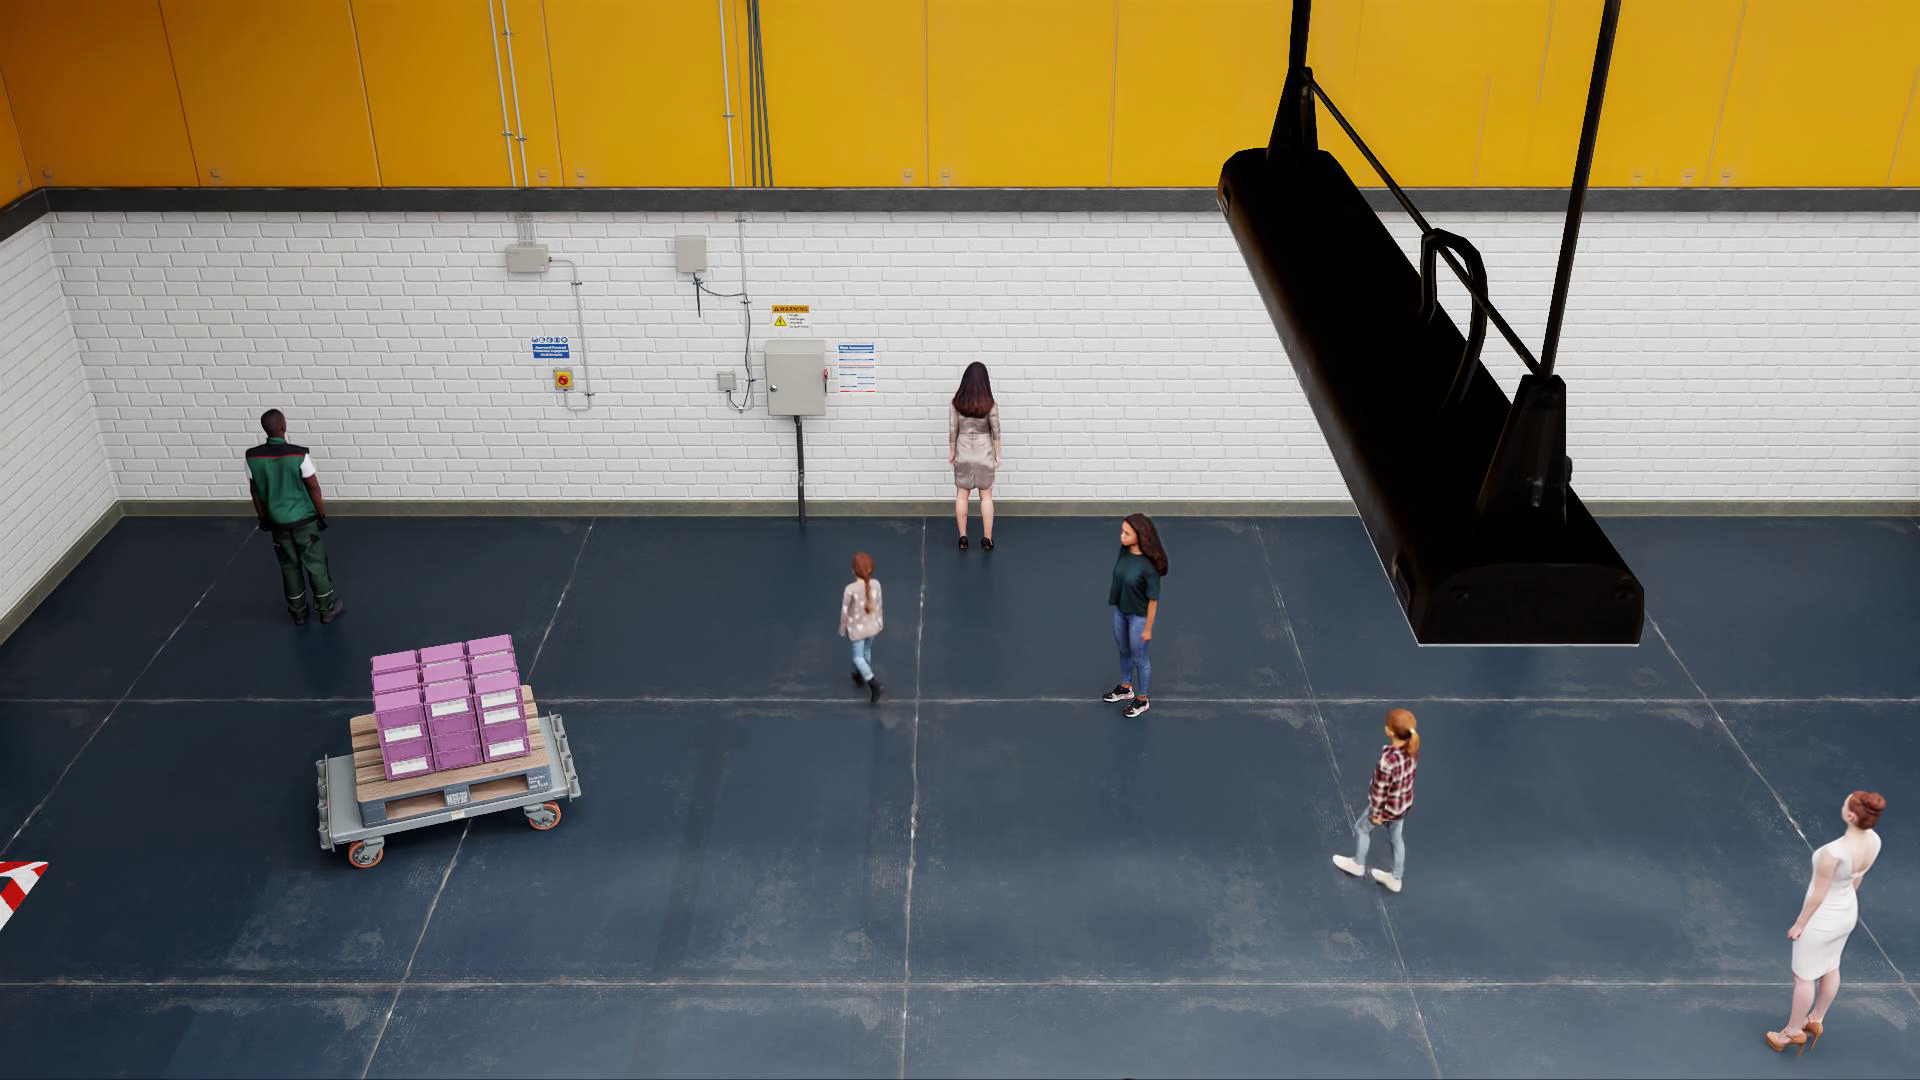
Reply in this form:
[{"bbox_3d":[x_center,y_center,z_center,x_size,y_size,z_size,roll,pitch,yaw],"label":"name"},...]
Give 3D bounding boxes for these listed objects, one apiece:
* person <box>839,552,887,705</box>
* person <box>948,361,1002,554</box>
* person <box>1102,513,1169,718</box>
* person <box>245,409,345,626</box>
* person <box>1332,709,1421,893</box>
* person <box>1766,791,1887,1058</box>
[{"bbox_3d":[-0.706,0.658,12.295,0.716,1.185,0.840,-17,33,-28],"label":"person"},{"bbox_3d":[0.121,-0.697,14.194,0.633,1.744,0.562,5,29,9],"label":"person"},{"bbox_3d":[1.270,0.534,12.072,0.767,1.615,0.681,-16,33,-27],"label":"person"},{"bbox_3d":[-5.279,-0.177,13.144,0.692,1.838,0.591,-2,29,-3],"label":"person"},{"bbox_3d":[2.731,1.656,10.355,0.734,1.291,0.804,-21,35,-33],"label":"person"},{"bbox_3d":[4.722,2.081,9.051,0.646,1.793,0.628,-13,31,-23],"label":"person"}]
